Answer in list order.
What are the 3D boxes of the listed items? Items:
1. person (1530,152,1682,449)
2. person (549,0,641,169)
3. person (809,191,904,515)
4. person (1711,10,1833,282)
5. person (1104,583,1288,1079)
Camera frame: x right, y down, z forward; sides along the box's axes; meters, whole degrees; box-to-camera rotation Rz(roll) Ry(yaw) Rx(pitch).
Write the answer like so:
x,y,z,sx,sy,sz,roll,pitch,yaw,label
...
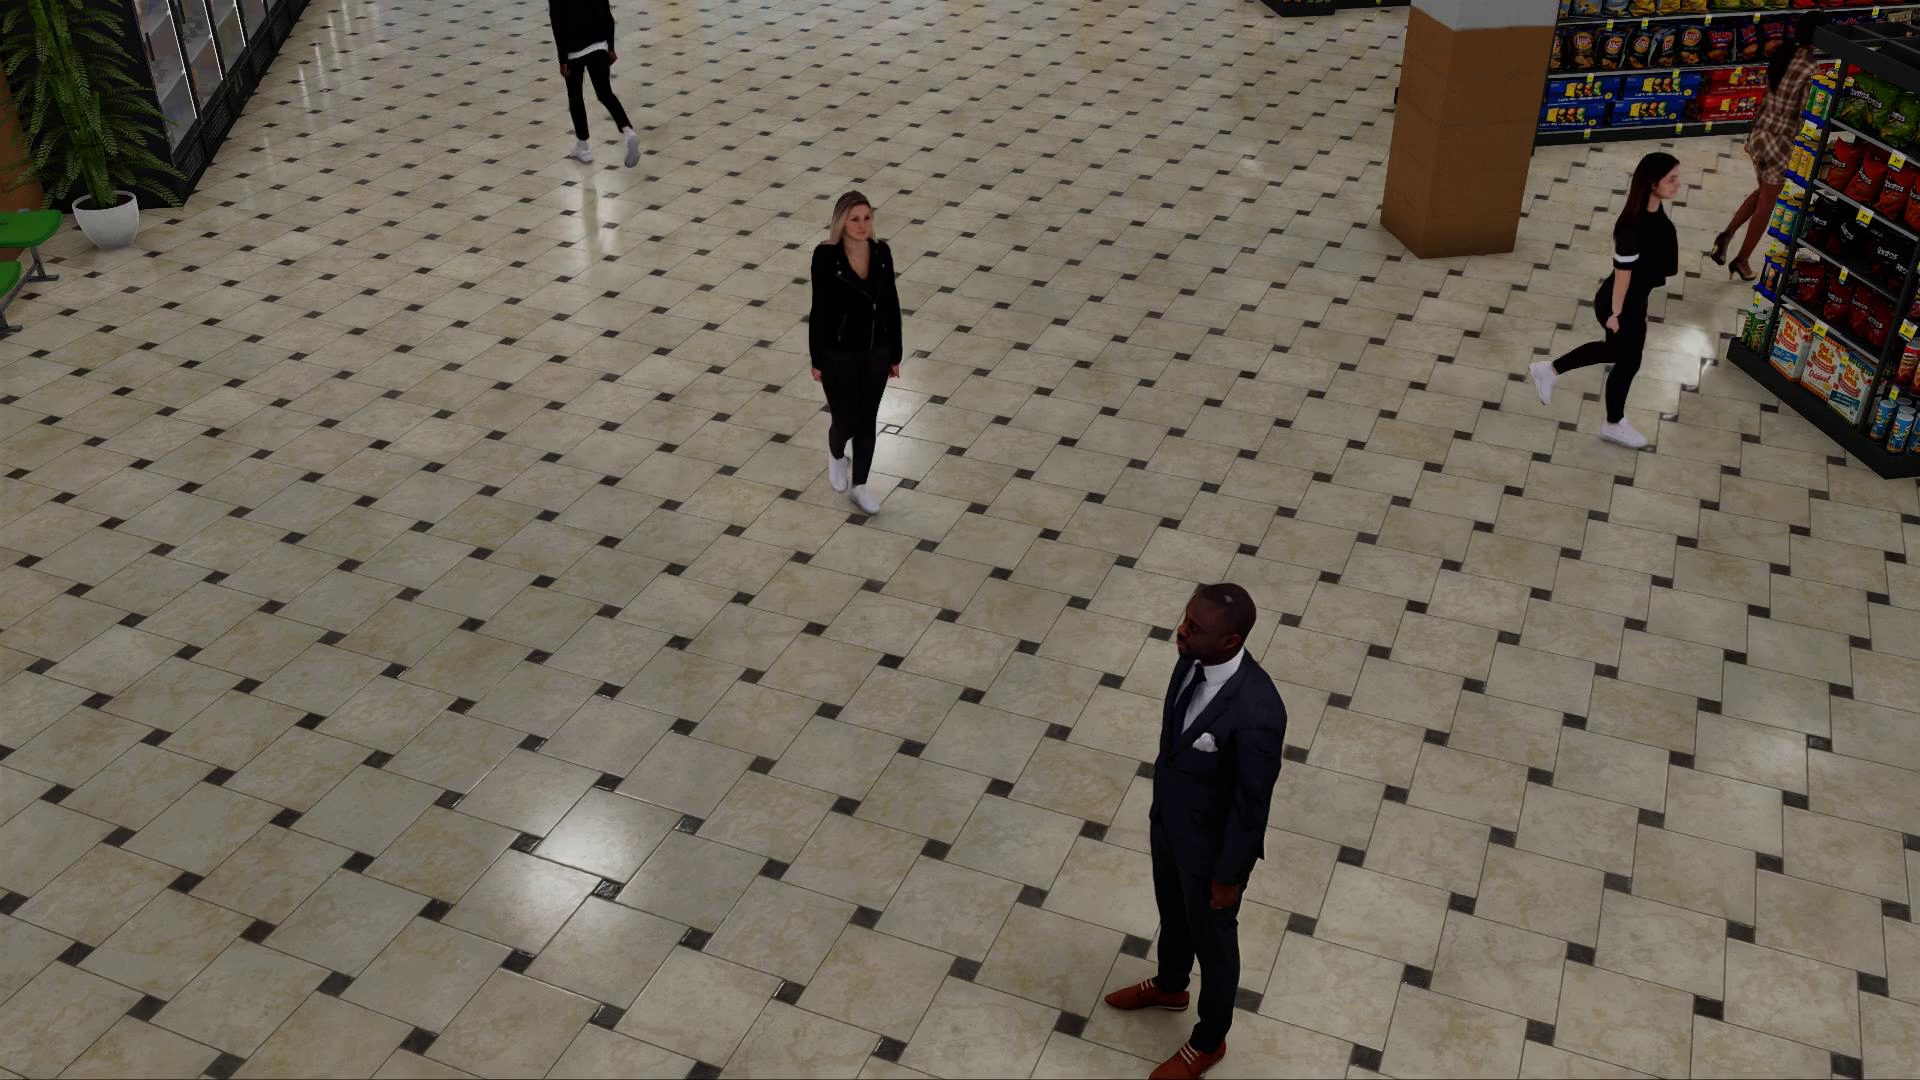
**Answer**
x,y,z,sx,sy,sz,roll,pitch,yaw,label
3.481,-1.284,8.868,1.020,1.623,0.968,21,38,30,person
-2.786,-3.689,12.568,1.151,1.798,1.073,-23,39,-32,person
-0.556,-0.943,8.267,0.705,1.680,0.787,-15,35,-22,person
5.129,-2.473,10.630,0.690,1.780,0.603,-7,33,-11,person
0.754,0.900,5.168,0.647,1.824,0.727,-10,33,-16,person
